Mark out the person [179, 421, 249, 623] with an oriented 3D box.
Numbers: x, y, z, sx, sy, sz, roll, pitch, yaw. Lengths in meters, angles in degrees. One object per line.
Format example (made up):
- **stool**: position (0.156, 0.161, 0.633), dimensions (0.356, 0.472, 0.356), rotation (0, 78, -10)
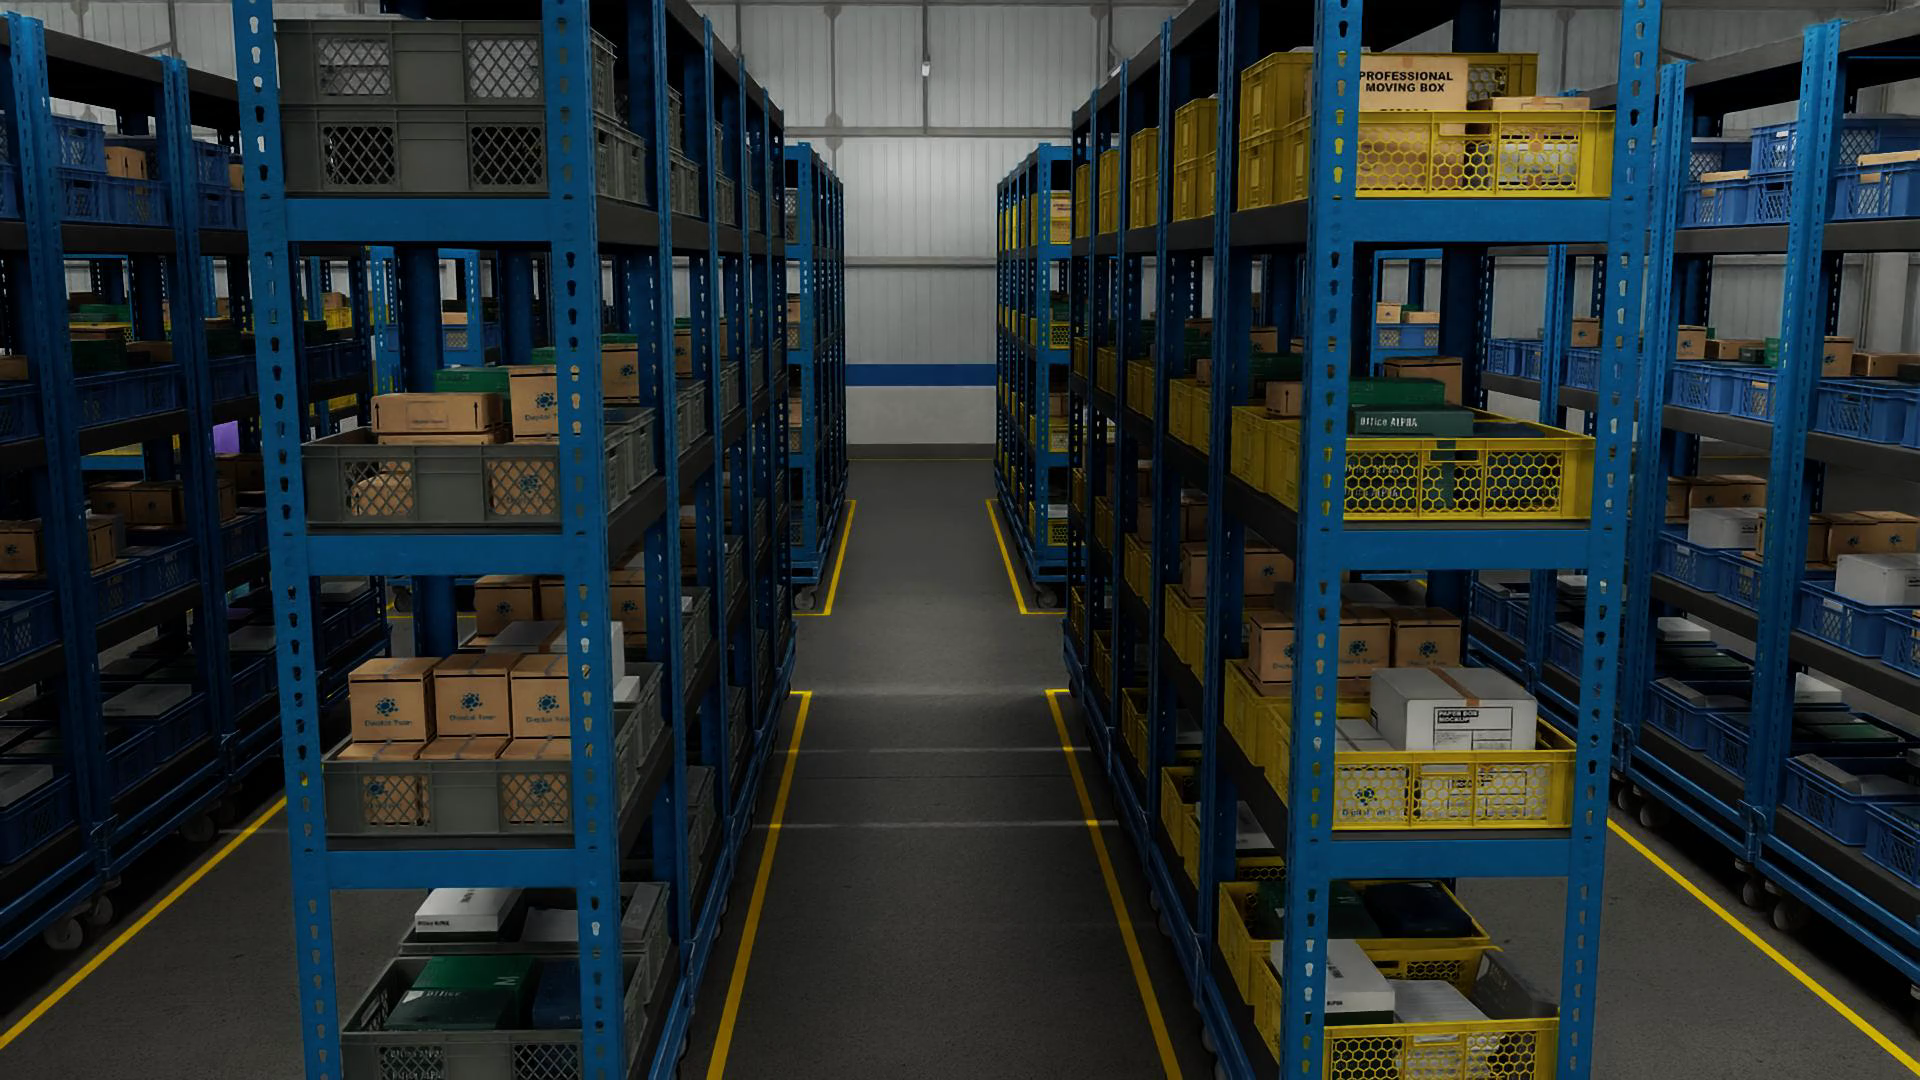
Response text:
- **person**: position (-5.606, -0.288, 12.537), dimensions (0.373, 1.843, 0.572), rotation (3, 10, 16)
